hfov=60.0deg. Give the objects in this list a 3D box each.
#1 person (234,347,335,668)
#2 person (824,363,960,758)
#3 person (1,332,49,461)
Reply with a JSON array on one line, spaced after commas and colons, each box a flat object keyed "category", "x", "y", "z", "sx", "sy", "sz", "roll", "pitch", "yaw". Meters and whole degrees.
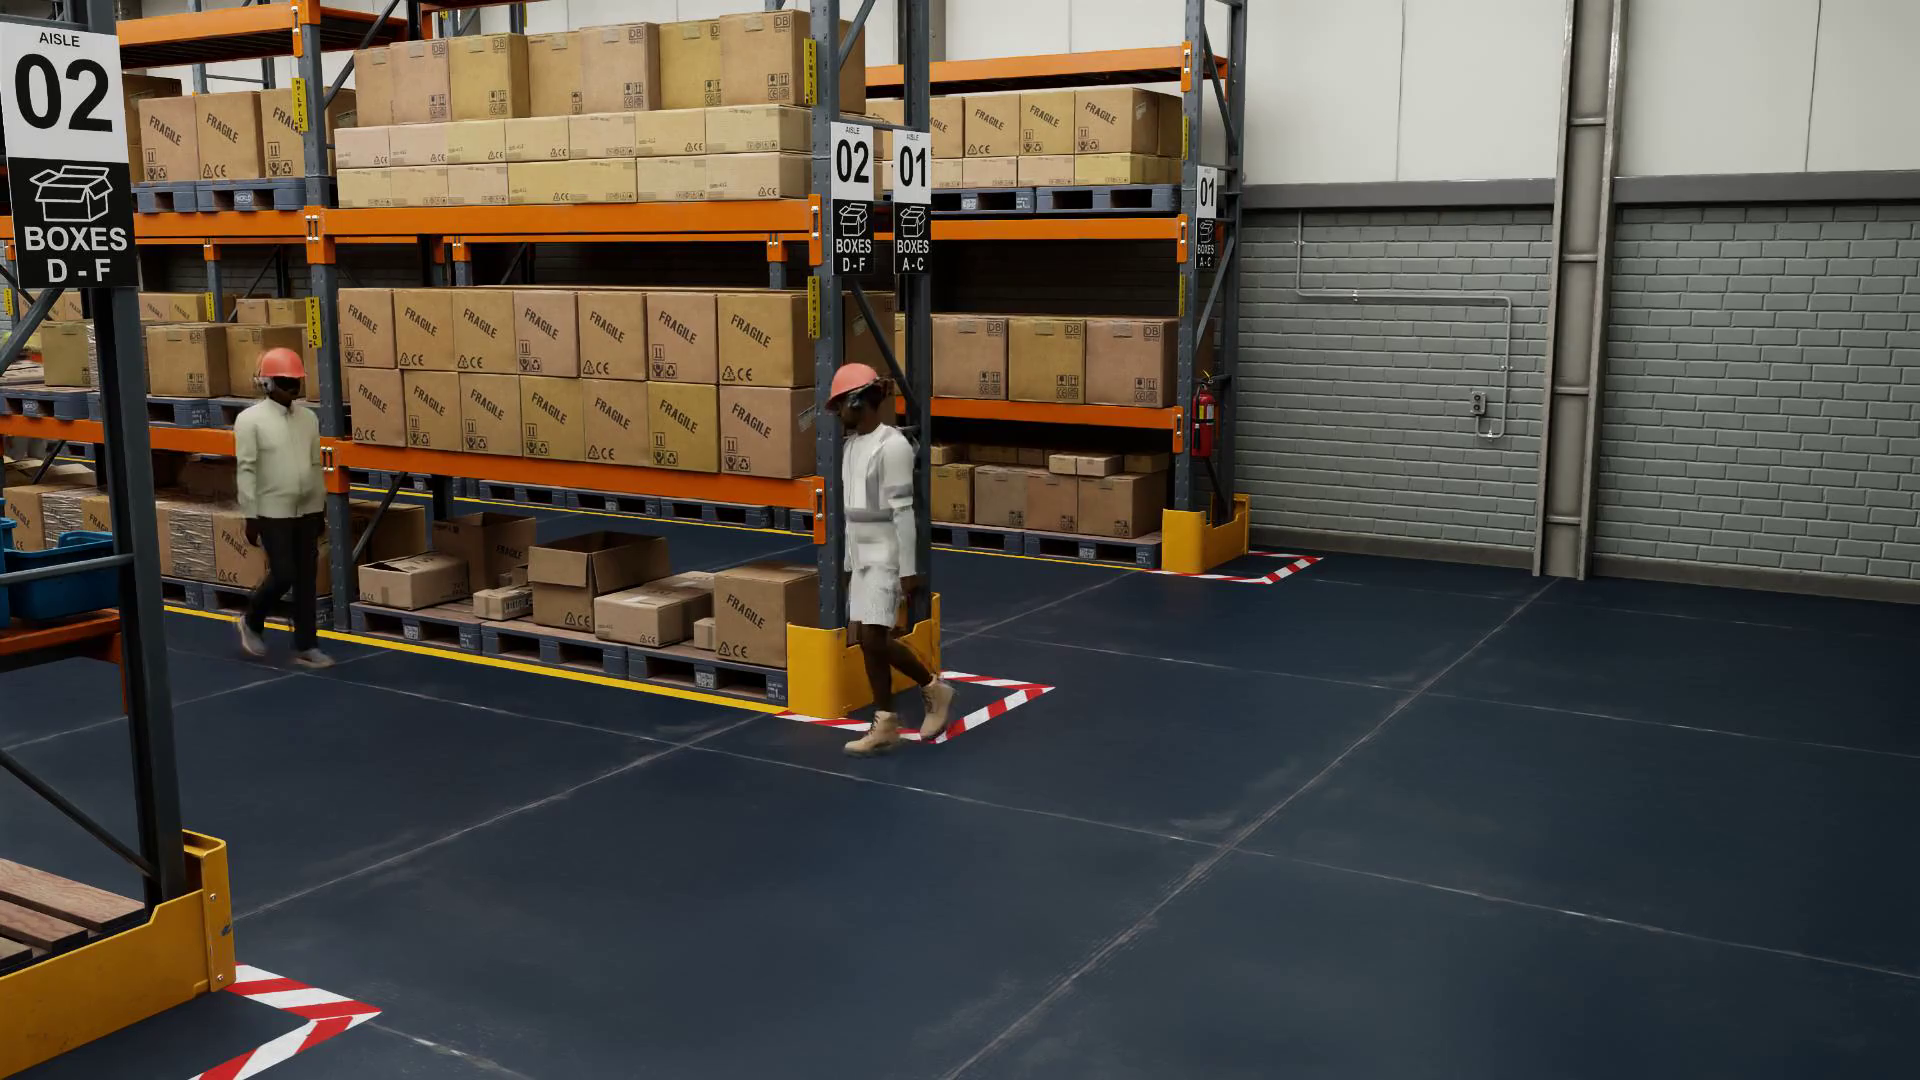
[{"category": "person", "x": -4.159, "y": -0.189, "z": 10.209, "sx": 0.539, "sy": 1.983, "sz": 0.634, "roll": 5, "pitch": 11, "yaw": 26}, {"category": "person", "x": -0.383, "y": 0.096, "z": 8.516, "sx": 0.533, "sy": 1.989, "sz": 0.672, "roll": -6, "pitch": 11, "yaw": -30}, {"category": "person", "x": -8.966, "y": -1.090, "z": 15.976, "sx": 0.422, "sy": 1.813, "sz": 0.603, "roll": 4, "pitch": 10, "yaw": 20}]
